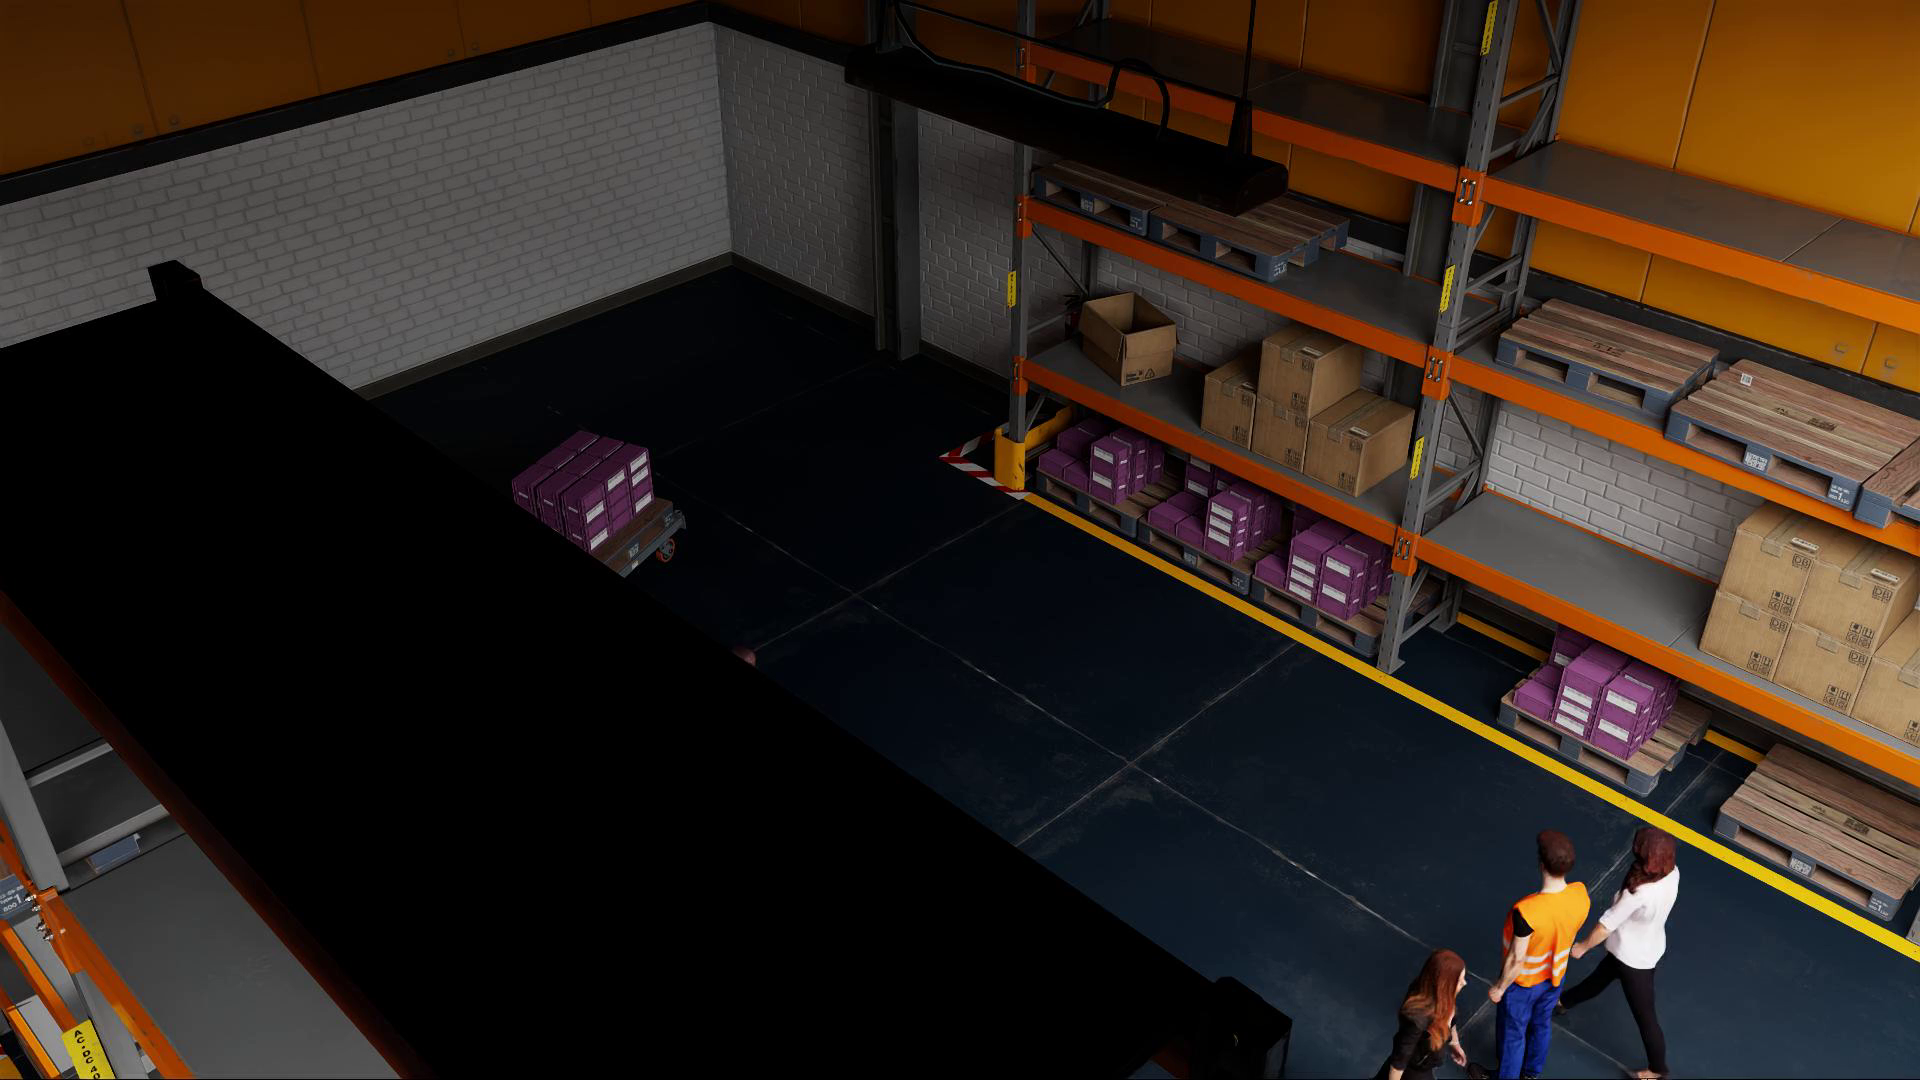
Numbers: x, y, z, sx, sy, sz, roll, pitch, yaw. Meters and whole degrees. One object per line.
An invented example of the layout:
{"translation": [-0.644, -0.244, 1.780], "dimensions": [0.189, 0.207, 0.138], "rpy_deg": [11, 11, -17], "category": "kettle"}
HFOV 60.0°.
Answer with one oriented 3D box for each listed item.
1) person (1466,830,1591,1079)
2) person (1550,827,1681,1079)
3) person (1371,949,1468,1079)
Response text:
{"translation": [3.203, 2.408, 9.280], "dimensions": [0.766, 1.877, 0.742], "rpy_deg": [-16, 37, -23], "category": "person"}
{"translation": [3.909, 2.418, 9.401], "dimensions": [1.114, 1.726, 0.614], "rpy_deg": [26, 42, 34], "category": "person"}
{"translation": [2.342, 2.758, 8.939], "dimensions": [1.147, 1.671, 0.834], "rpy_deg": [15, 37, 22], "category": "person"}
